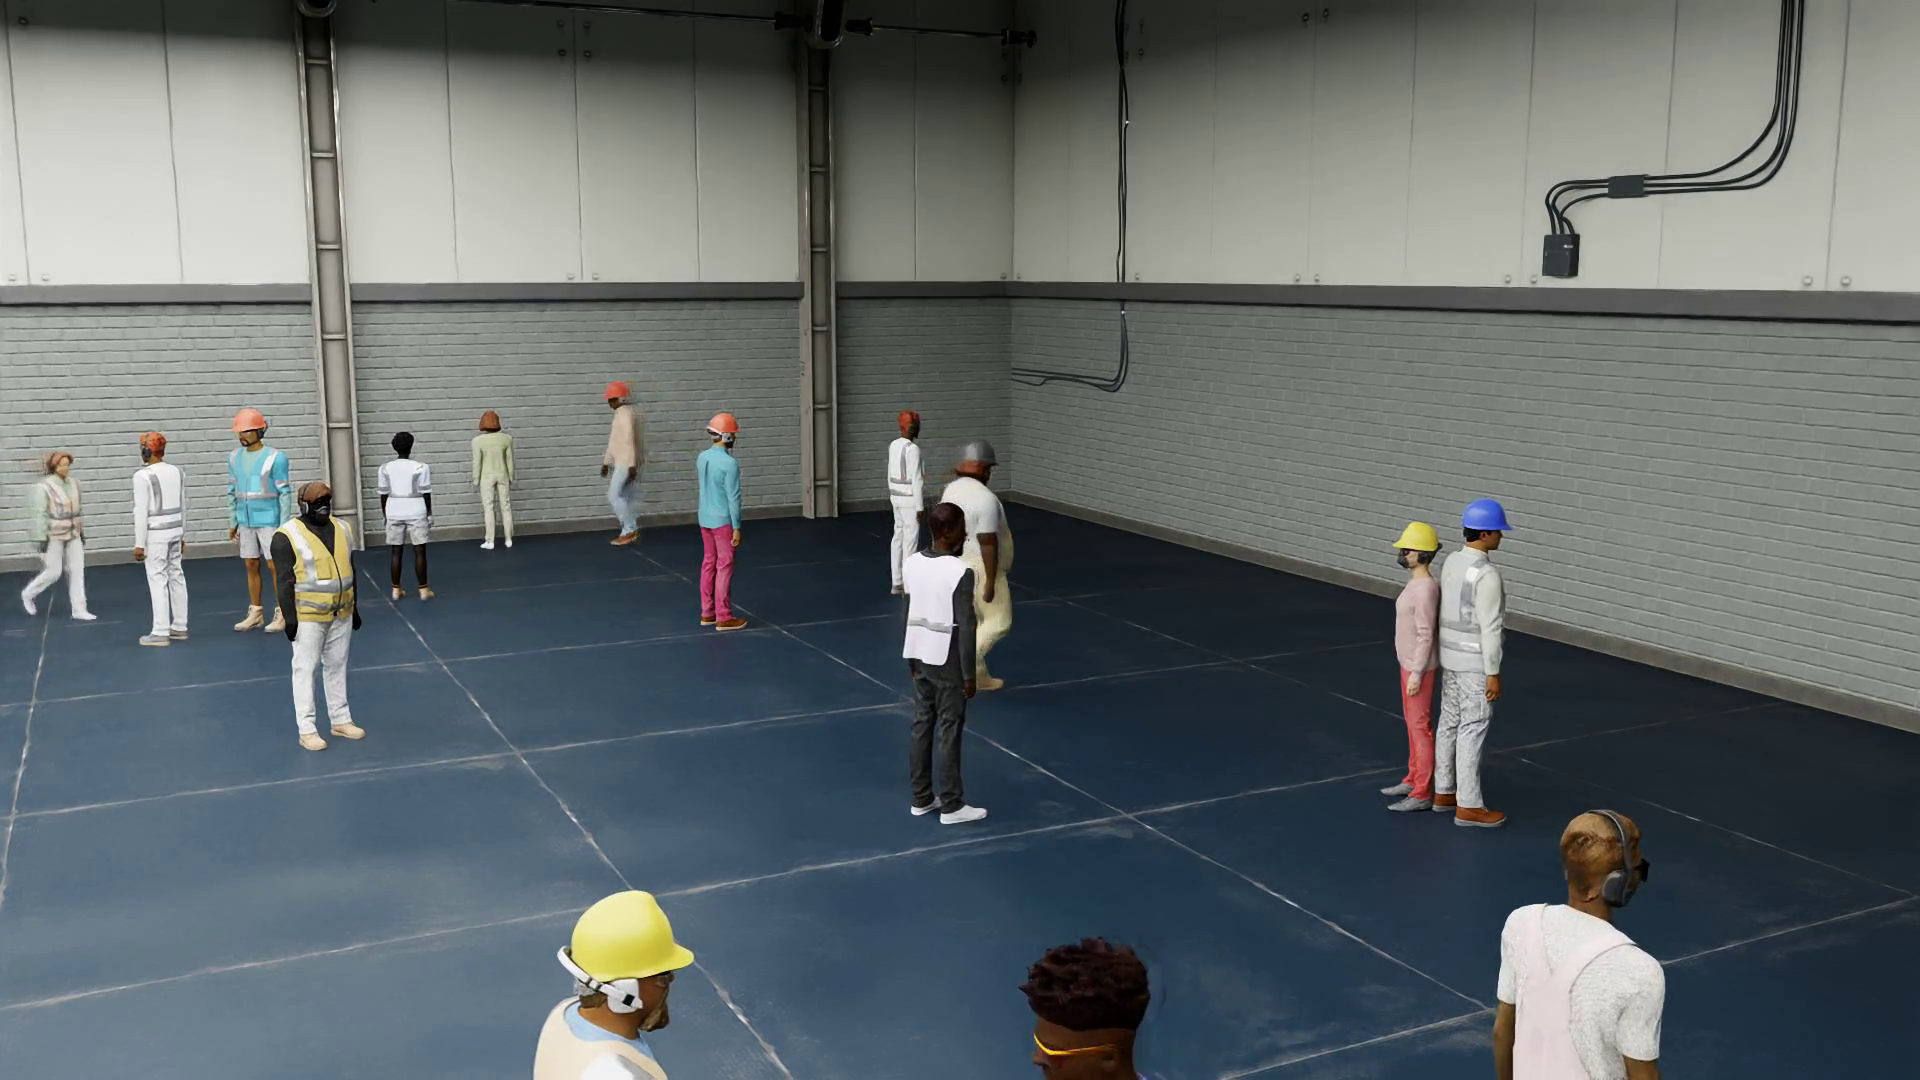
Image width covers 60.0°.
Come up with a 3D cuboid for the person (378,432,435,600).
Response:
[{"bbox_3d":[-5.506,-0.233,16.554,0.536,1.693,0.320,0,9,2],"label":"person"}]

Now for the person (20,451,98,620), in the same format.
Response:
[{"bbox_3d":[-8.486,-0.037,15.579,0.634,1.617,0.518,2,10,15],"label":"person"}]

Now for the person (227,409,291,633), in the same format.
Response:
[{"bbox_3d":[-6.365,-0.169,15.059,0.616,2.041,0.380,2,10,14],"label":"person"}]

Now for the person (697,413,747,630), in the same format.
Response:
[{"bbox_3d":[-2.176,-0.169,15.260,0.408,1.986,0.608,-8,12,-41],"label":"person"}]

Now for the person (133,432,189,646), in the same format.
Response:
[{"bbox_3d":[-7.030,-0.013,14.633,0.366,1.880,0.580,2,9,13],"label":"person"}]

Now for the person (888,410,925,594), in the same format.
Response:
[{"bbox_3d":[-0.521,-0.364,16.749,0.345,1.883,0.584,-5,11,-28],"label":"person"}]

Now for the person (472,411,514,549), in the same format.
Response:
[{"bbox_3d":[-5.509,-0.709,19.644,0.498,1.634,0.278,-6,11,-35],"label":"person"}]

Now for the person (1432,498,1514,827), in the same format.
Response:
[{"bbox_3d":[3.049,0.718,9.891,0.399,1.945,0.615,-2,9,-11],"label":"person"}]

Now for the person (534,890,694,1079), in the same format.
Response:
[{"bbox_3d":[-0.818,1.733,4.036,0.404,1.824,0.586,-5,10,-27],"label":"person"}]

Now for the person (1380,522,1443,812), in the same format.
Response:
[{"bbox_3d":[2.762,0.768,10.130,0.304,1.772,0.528,1,9,8],"label":"person"}]

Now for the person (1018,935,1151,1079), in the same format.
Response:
[{"bbox_3d":[0.373,1.765,3.456,0.517,1.943,0.671,-2,9,-12],"label":"person"}]

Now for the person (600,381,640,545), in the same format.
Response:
[{"bbox_3d":[-4.040,-0.897,19.713,0.487,1.977,0.635,-3,10,-15],"label":"person"}]

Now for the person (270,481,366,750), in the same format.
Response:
[{"bbox_3d":[-4.411,0.509,11.506,0.429,1.844,0.626,5,11,30],"label":"person"}]

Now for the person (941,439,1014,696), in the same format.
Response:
[{"bbox_3d":[0.132,0.206,12.757,0.597,2.000,0.693,-6,11,-33],"label":"person"}]

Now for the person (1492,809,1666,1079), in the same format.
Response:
[{"bbox_3d":[1.690,1.635,4.557,0.327,1.842,0.517,-6,11,-31],"label":"person"}]

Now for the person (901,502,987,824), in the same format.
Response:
[{"bbox_3d":[-0.125,0.729,9.921,0.395,1.917,0.590,-8,12,-42],"label":"person"}]
